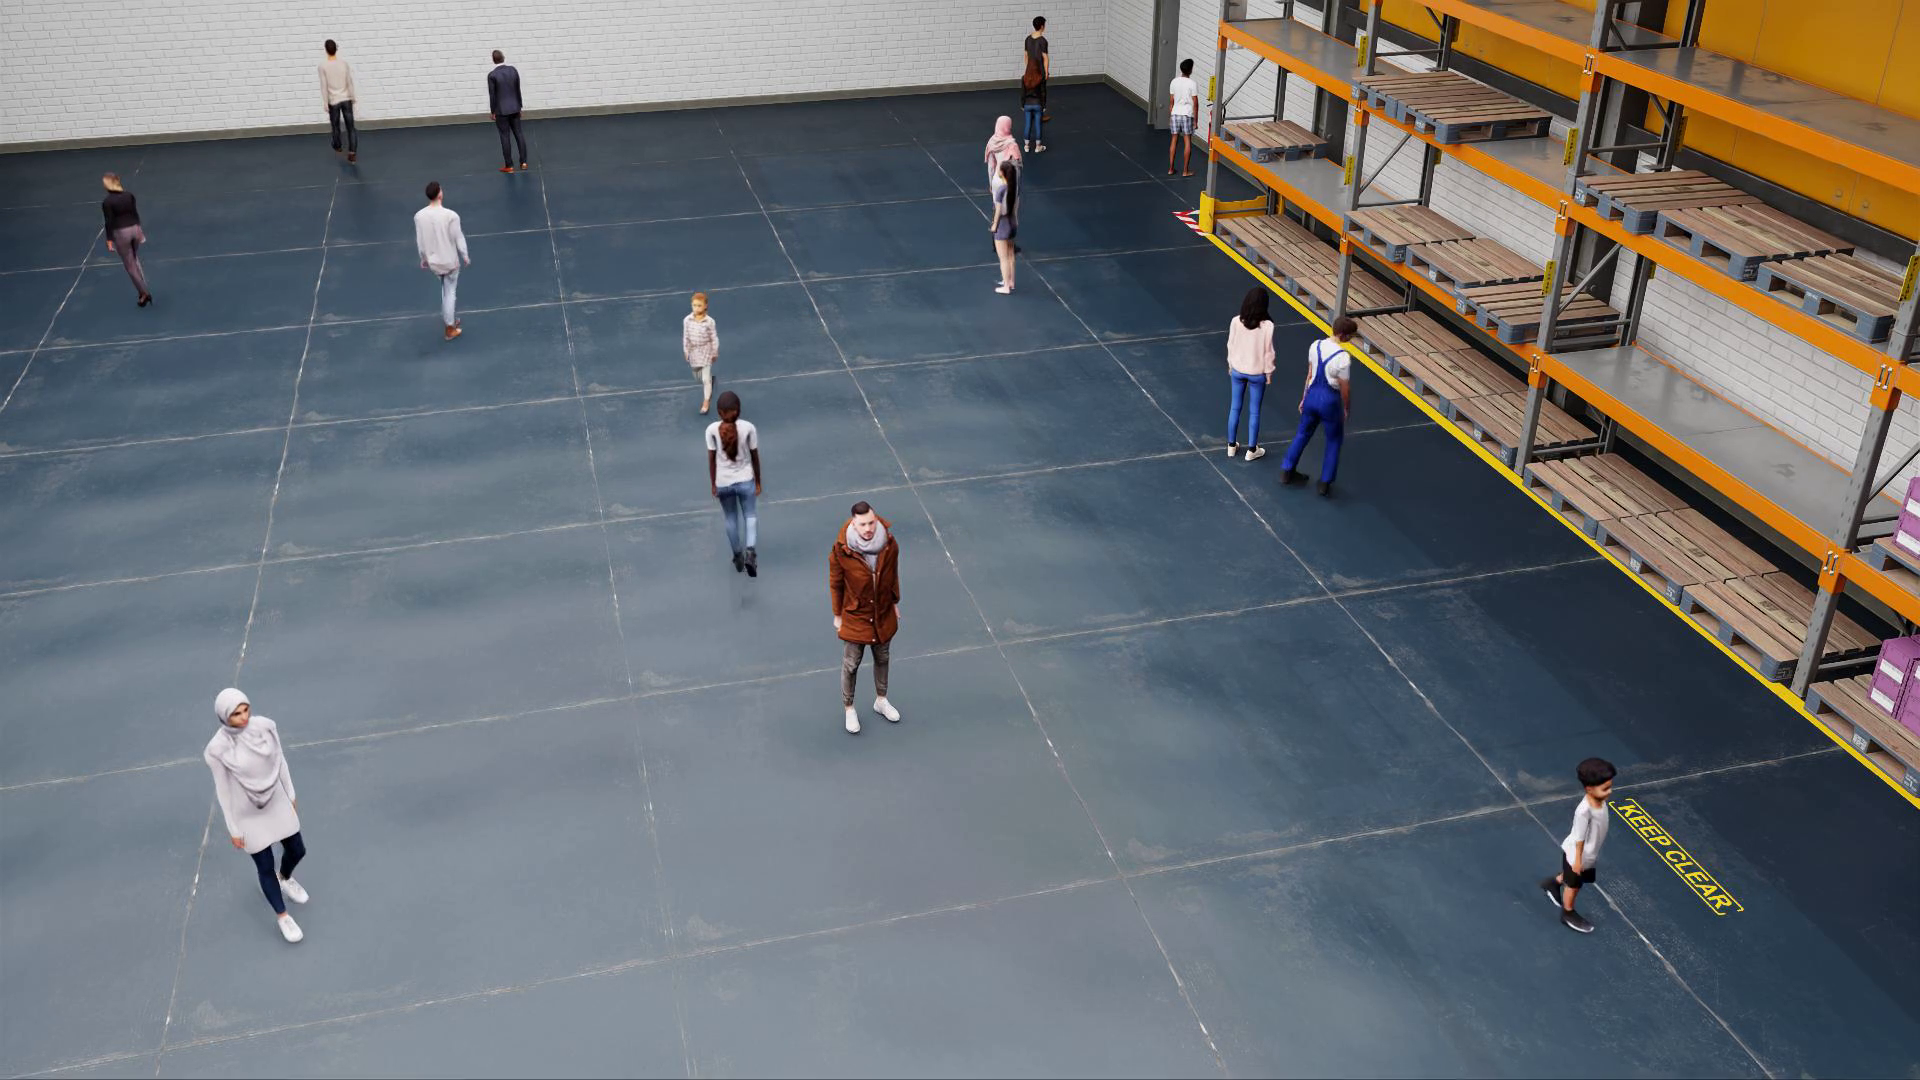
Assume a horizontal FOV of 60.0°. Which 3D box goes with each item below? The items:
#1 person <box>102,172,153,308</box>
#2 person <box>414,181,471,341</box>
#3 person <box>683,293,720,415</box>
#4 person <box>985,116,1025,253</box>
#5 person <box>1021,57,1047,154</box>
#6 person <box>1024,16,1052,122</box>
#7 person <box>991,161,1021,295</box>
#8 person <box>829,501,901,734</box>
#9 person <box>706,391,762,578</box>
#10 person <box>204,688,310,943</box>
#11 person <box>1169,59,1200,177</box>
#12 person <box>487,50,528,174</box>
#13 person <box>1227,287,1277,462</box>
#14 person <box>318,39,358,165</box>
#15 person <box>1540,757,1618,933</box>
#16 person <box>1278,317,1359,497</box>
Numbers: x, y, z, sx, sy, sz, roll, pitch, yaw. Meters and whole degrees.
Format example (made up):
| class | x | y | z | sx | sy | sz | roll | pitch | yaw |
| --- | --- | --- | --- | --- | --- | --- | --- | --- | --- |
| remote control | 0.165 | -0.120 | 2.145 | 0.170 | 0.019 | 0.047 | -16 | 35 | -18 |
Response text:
| class | x | y | z | sx | sy | sz | roll | pitch | yaw |
| --- | --- | --- | --- | --- | --- | --- | --- | --- | --- |
| person | -9.973 | -3.605 | 20.060 | 0.790 | 1.658 | 0.713 | 11 | 30 | 19 |
| person | -5.973 | -3.187 | 19.125 | 0.852 | 1.819 | 0.917 | 7 | 29 | 13 |
| person | -2.704 | -2.006 | 17.503 | 0.746 | 1.300 | 0.892 | 6 | 29 | 11 |
| person | 0.587 | -4.664 | 21.851 | 0.711 | 1.803 | 0.792 | 20 | 34 | 32 |
| person | 1.161 | -6.877 | 26.240 | 0.638 | 1.484 | 0.654 | 7 | 29 | 12 |
| person | 1.291 | -7.898 | 27.870 | 0.675 | 1.716 | 0.772 | 22 | 36 | 35 |
| person | 0.589 | -3.860 | 20.536 | 0.733 | 1.650 | 0.692 | 20 | 34 | 32 |
| person | -0.692 | 0.546 | 12.263 | 0.773 | 1.838 | 0.778 | -14 | 32 | -24 |
| person | -1.913 | -0.438 | 14.200 | 0.646 | 1.711 | 0.883 | -4 | 29 | -7 |
| person | -4.357 | 1.653 | 10.301 | 0.796 | 1.773 | 0.883 | -25 | 37 | -38 |
| person | 3.357 | -6.363 | 25.037 | 0.679 | 1.734 | 0.762 | 19 | 34 | 31 |
| person | -6.865 | -6.509 | 25.211 | 0.779 | 1.823 | 0.764 | -23 | 36 | -36 |
| person | 2.839 | -1.639 | 16.340 | 0.712 | 1.768 | 0.783 | 17 | 33 | 28 |
| person | -9.505 | -6.695 | 25.548 | 0.892 | 1.828 | 1.191 | -17 | 33 | -28 |
| person | 3.854 | 1.883 | 10.423 | 0.724 | 1.252 | 0.641 | 24 | 37 | 37 |
| person | 3.400 | -1.209 | 15.524 | 0.769 | 1.797 | 0.927 | 21 | 35 | 33 |
